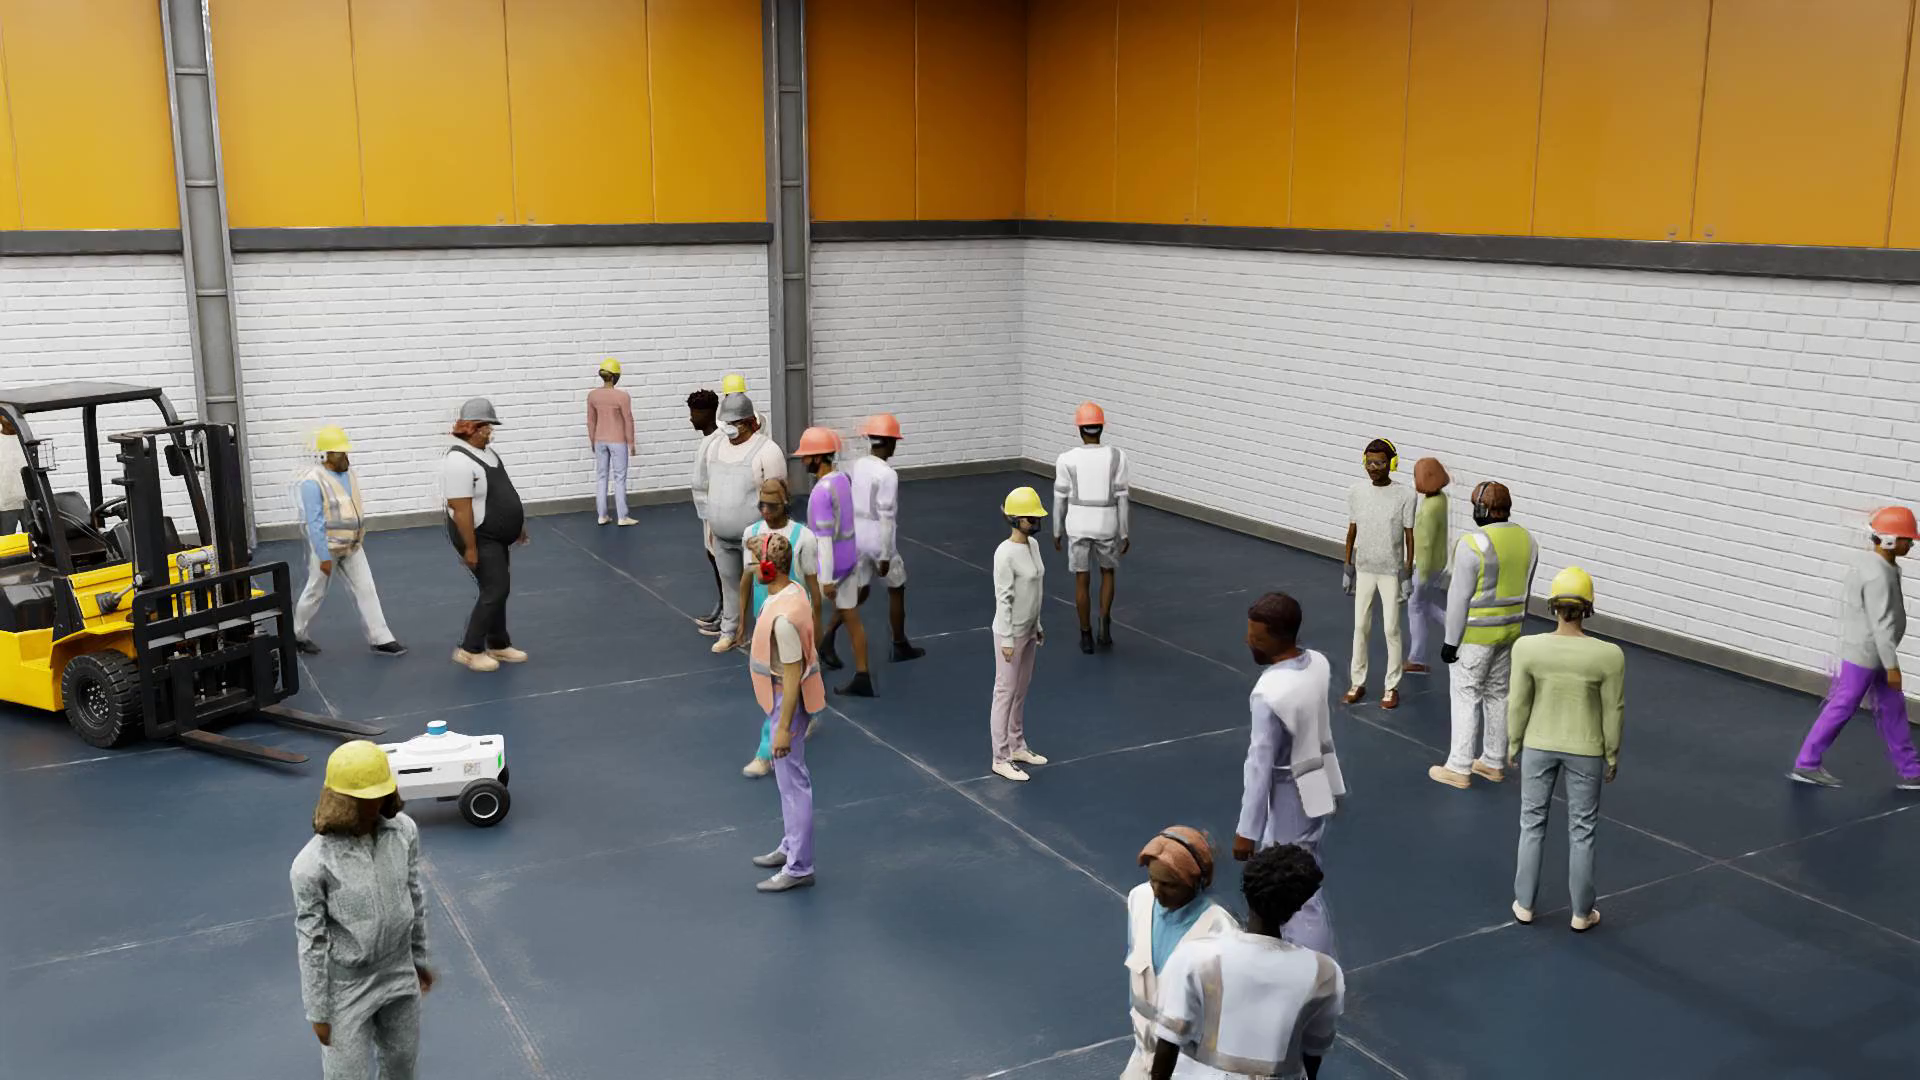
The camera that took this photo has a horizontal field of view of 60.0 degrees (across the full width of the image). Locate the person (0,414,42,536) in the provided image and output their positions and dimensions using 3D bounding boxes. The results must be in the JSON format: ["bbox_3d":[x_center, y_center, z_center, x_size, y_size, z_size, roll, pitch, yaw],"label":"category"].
[{"bbox_3d":[-7.679,-0.256,13.567,0.328,1.870,0.521,10,16,40],"label":"person"}]

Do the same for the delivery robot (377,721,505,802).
[{"bbox_3d":[-2.926,1.259,9.344,0.707,0.478,0.477,-3,13,-15],"label":"delivery robot"}]

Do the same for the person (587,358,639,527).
[{"bbox_3d":[-3.629,-1.020,17.396,0.533,1.765,0.331,5,13,21],"label":"person"}]

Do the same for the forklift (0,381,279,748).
[{"bbox_3d":[-5.853,0.085,11.199,2.313,2.155,1.214,7,14,28],"label":"forklift"}]

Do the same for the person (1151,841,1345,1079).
[{"bbox_3d":[0.827,1.692,4.954,0.570,1.645,0.746,1,12,5],"label":"person"}]

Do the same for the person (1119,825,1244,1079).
[{"bbox_3d":[0.685,1.653,5.198,0.407,1.620,0.520,-10,16,-40],"label":"person"}]

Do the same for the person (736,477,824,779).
[{"bbox_3d":[-1.113,0.486,10.276,0.526,1.797,0.977,6,13,25],"label":"person"}]

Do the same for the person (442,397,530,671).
[{"bbox_3d":[-3.480,-0.058,12.232,0.549,2.000,0.703,0,12,0],"label":"person"}]

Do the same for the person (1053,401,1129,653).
[{"bbox_3d":[0.994,-0.101,12.697,0.581,1.924,0.490,1,12,3],"label":"person"}]

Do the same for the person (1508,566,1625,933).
[{"bbox_3d":[2.878,0.997,7.938,0.523,1.768,0.323,6,13,25],"label":"person"}]

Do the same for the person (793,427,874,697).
[{"bbox_3d":[-1.000,0.166,11.522,0.887,1.901,0.571,4,13,18],"label":"person"}]

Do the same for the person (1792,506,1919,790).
[{"bbox_3d":[5.388,0.647,9.707,0.850,1.703,0.572,8,15,34],"label":"person"}]

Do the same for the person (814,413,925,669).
[{"bbox_3d":[-0.693,0.020,12.245,0.904,1.896,0.536,-9,15,-37],"label":"person"}]

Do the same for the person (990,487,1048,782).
[{"bbox_3d":[0.369,0.551,10.026,0.315,1.769,0.523,5,13,24],"label":"person"}]

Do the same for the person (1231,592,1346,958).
[{"bbox_3d":[1.392,1.128,7.057,0.530,1.882,0.639,6,13,26],"label":"person"}]

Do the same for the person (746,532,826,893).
[{"bbox_3d":[-0.873,0.862,8.396,0.394,1.839,0.563,-1,12,-6],"label":"person"}]

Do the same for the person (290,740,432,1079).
[{"bbox_3d":[-1.986,1.504,5.635,0.317,1.736,0.488,7,14,30],"label":"person"}]

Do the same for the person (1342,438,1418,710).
[{"bbox_3d":[2.850,0.227,11.330,0.505,1.864,0.331,8,14,33],"label":"person"}]

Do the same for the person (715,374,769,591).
[{"bbox_3d":[-1.923,-0.476,14.476,0.586,1.921,0.383,-9,15,-38],"label":"person"}]

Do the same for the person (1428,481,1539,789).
[{"bbox_3d":[3.104,0.560,9.850,0.635,1.830,0.429,-8,14,-31],"label":"person"}]

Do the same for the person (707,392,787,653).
[{"bbox_3d":[-1.651,-0.118,12.513,0.684,2.000,0.536,7,14,28],"label":"person"}]

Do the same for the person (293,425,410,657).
[{"bbox_3d":[-4.702,0.017,12.500,0.958,1.786,0.594,3,12,15],"label":"person"}]

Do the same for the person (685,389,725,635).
[{"bbox_3d":[-1.963,-0.231,13.258,0.396,1.956,0.610,-4,13,-17],"label":"person"}]
